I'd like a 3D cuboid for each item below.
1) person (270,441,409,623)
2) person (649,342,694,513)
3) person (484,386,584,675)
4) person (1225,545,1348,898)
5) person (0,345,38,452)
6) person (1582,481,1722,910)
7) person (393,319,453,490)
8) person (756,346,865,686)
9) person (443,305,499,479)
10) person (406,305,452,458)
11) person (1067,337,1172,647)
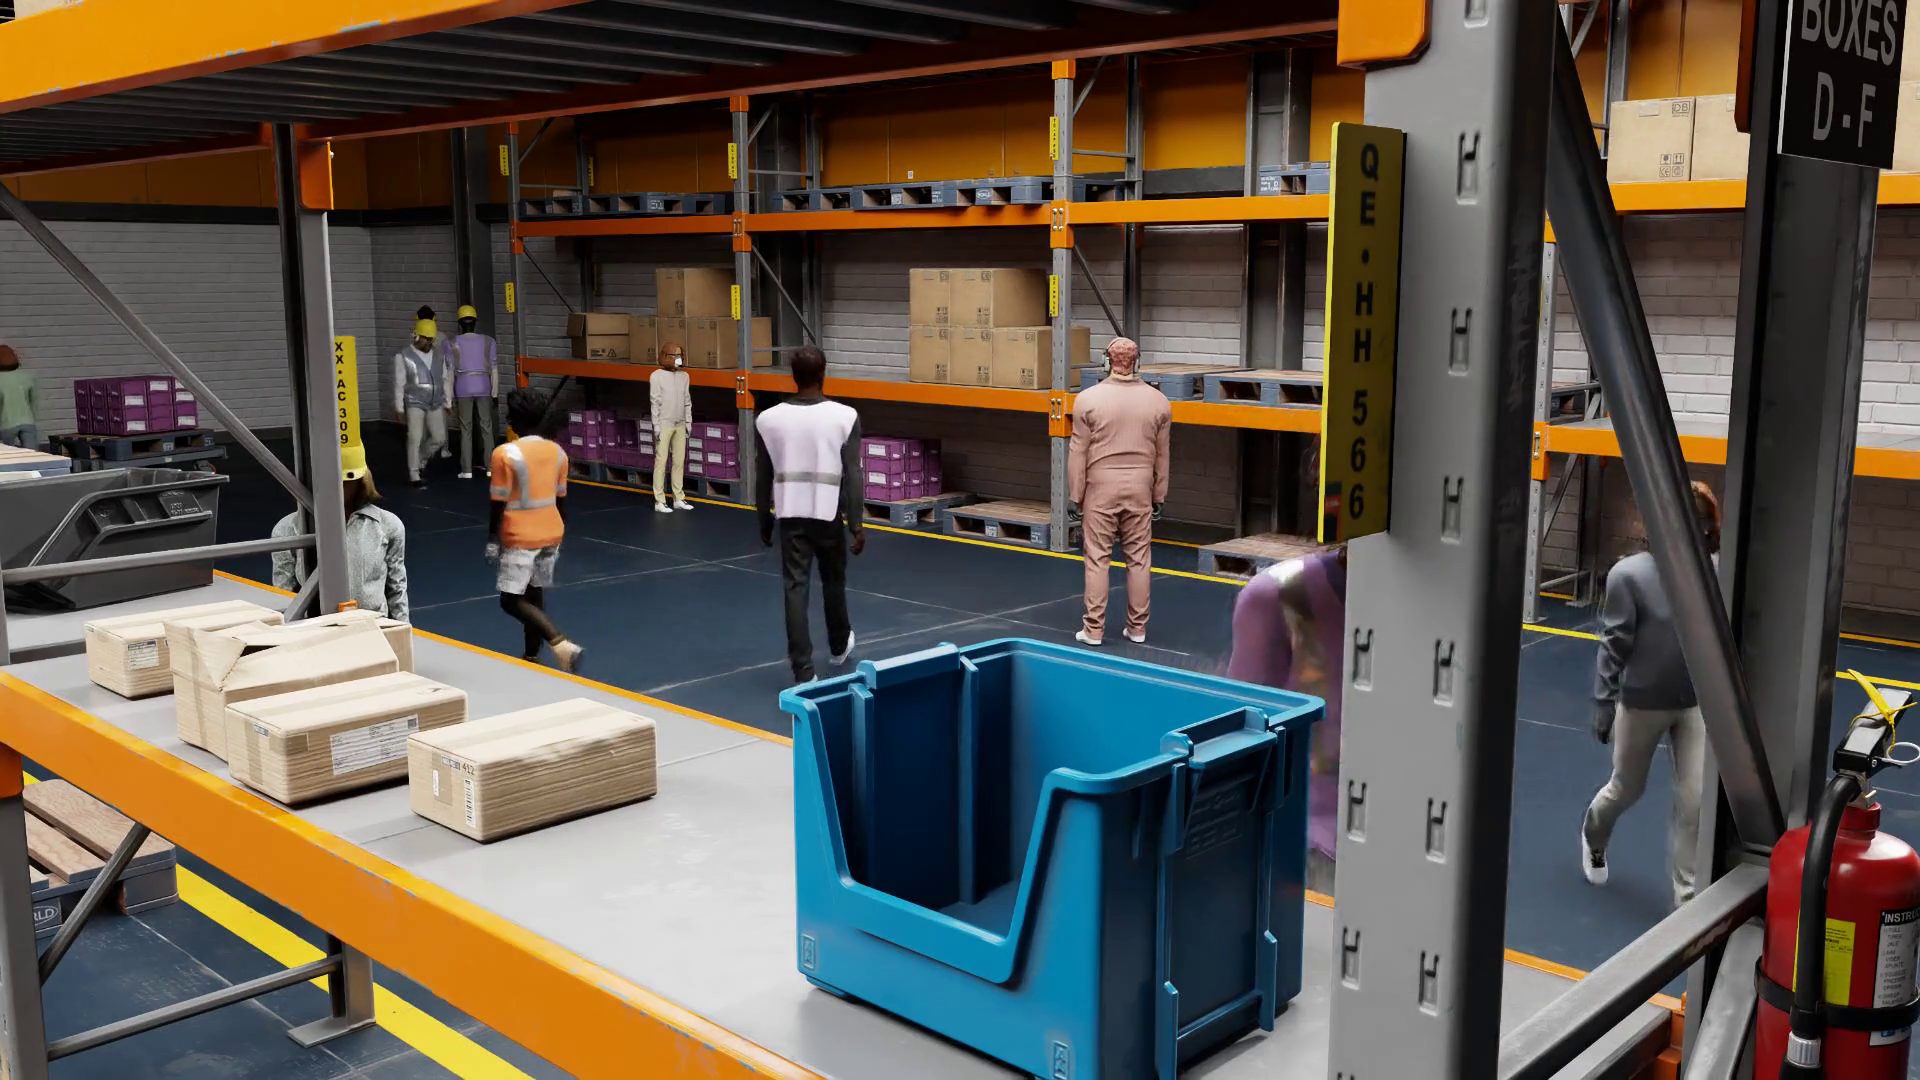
[{"bbox_3d":[-2.277,0.451,6.185,0.484,1.736,0.307,-6,11,-32],"label":"person"},{"bbox_3d":[-2.756,-1.077,15.888,0.276,1.629,0.498,7,12,38],"label":"person"},{"bbox_3d":[-2.318,-0.003,9.117,0.641,1.680,0.538,5,10,27],"label":"person"},{"bbox_3d":[0.906,0.702,3.852,0.627,1.990,0.870,-4,10,-24],"label":"person"},{"bbox_3d":[-9.087,-1.068,15.963,0.882,1.584,0.517,8,12,42],"label":"person"},{"bbox_3d":[2.468,0.567,5.875,0.509,1.608,0.762,0,9,-1],"label":"person"},{"bbox_3d":[-5.664,-1.428,17.523,0.515,1.799,0.668,8,12,39],"label":"person"},{"bbox_3d":[-0.826,-0.143,9.366,0.625,1.874,0.971,1,9,4],"label":"person"},{"bbox_3d":[-5.386,-1.624,18.346,0.585,1.918,0.378,-5,10,-27],"label":"person"},{"bbox_3d":[-6.485,-1.926,20.342,0.508,1.872,0.329,-3,10,-17],"label":"person"},{"bbox_3d":[0.971,-0.292,10.255,0.647,1.901,0.402,-2,10,-13],"label":"person"}]
